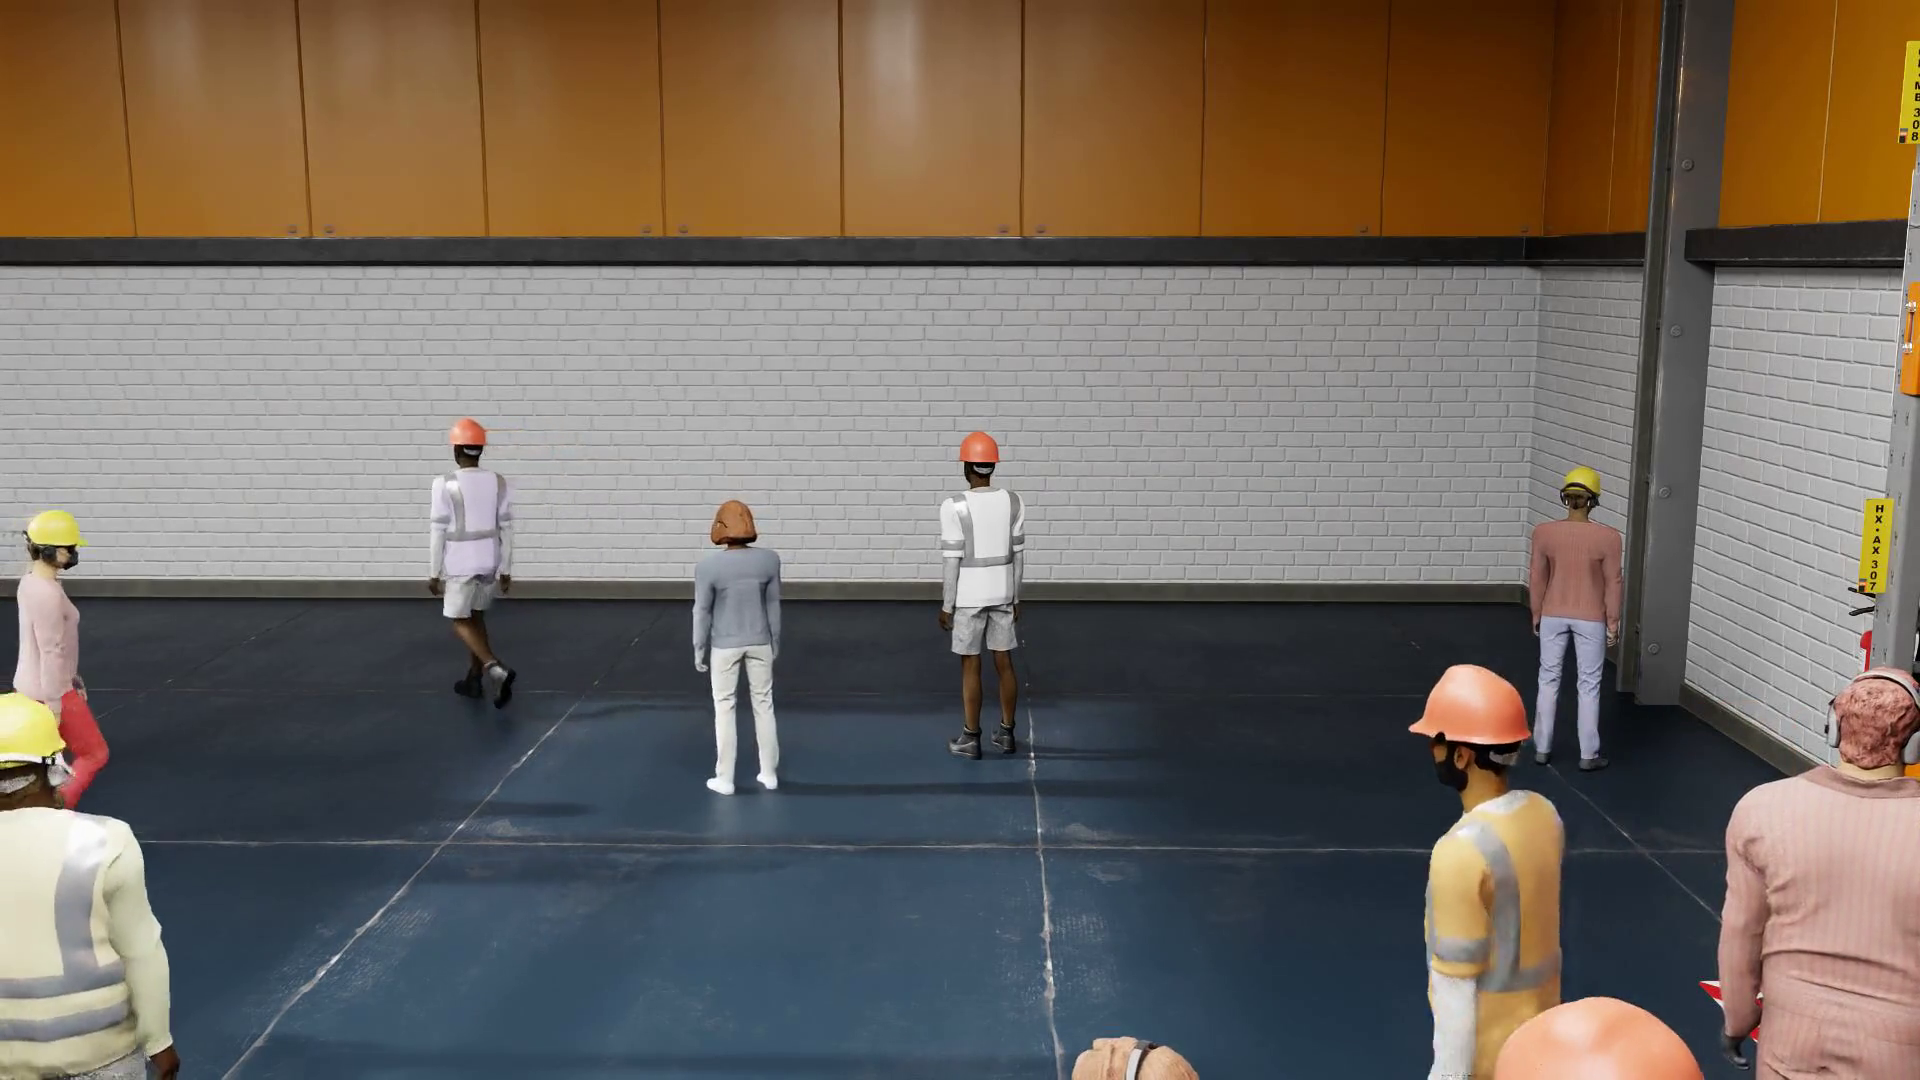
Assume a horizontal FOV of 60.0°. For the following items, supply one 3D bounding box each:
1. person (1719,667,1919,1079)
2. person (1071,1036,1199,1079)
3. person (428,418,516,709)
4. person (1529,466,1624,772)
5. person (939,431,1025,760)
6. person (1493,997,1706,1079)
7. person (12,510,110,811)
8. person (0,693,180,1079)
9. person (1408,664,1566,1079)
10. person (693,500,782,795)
[{"bbox_3d":[2.299,1.267,4.281,0.638,1.911,0.402,7,12,37],"label":"person"},{"bbox_3d":[0.319,1.639,2.858,0.311,1.638,0.523,3,10,16],"label":"person"},{"bbox_3d":[-3.162,0.160,10.916,0.814,1.912,0.548,8,13,41],"label":"person"},{"bbox_3d":[3.544,0.455,9.587,0.522,1.763,0.319,7,12,35],"label":"person"},{"bbox_3d":[0.117,0.328,9.815,0.546,1.939,0.375,-5,11,-26],"label":"person"},{"bbox_3d":[0.780,1.555,2.156,0.395,2.039,0.614,-7,12,-37],"label":"person"},{"bbox_3d":[-4.356,0.724,8.028,0.386,1.748,0.523,-8,13,-42],"label":"person"},{"bbox_3d":[-2.376,1.306,4.323,0.609,1.816,0.570,0,9,-2],"label":"person"},{"bbox_3d":[1.412,1.276,4.199,0.670,1.917,0.556,9,13,42],"label":"person"},{"bbox_3d":[-1.221,0.594,9.169,0.507,1.629,0.282,-4,10,-24],"label":"person"}]
